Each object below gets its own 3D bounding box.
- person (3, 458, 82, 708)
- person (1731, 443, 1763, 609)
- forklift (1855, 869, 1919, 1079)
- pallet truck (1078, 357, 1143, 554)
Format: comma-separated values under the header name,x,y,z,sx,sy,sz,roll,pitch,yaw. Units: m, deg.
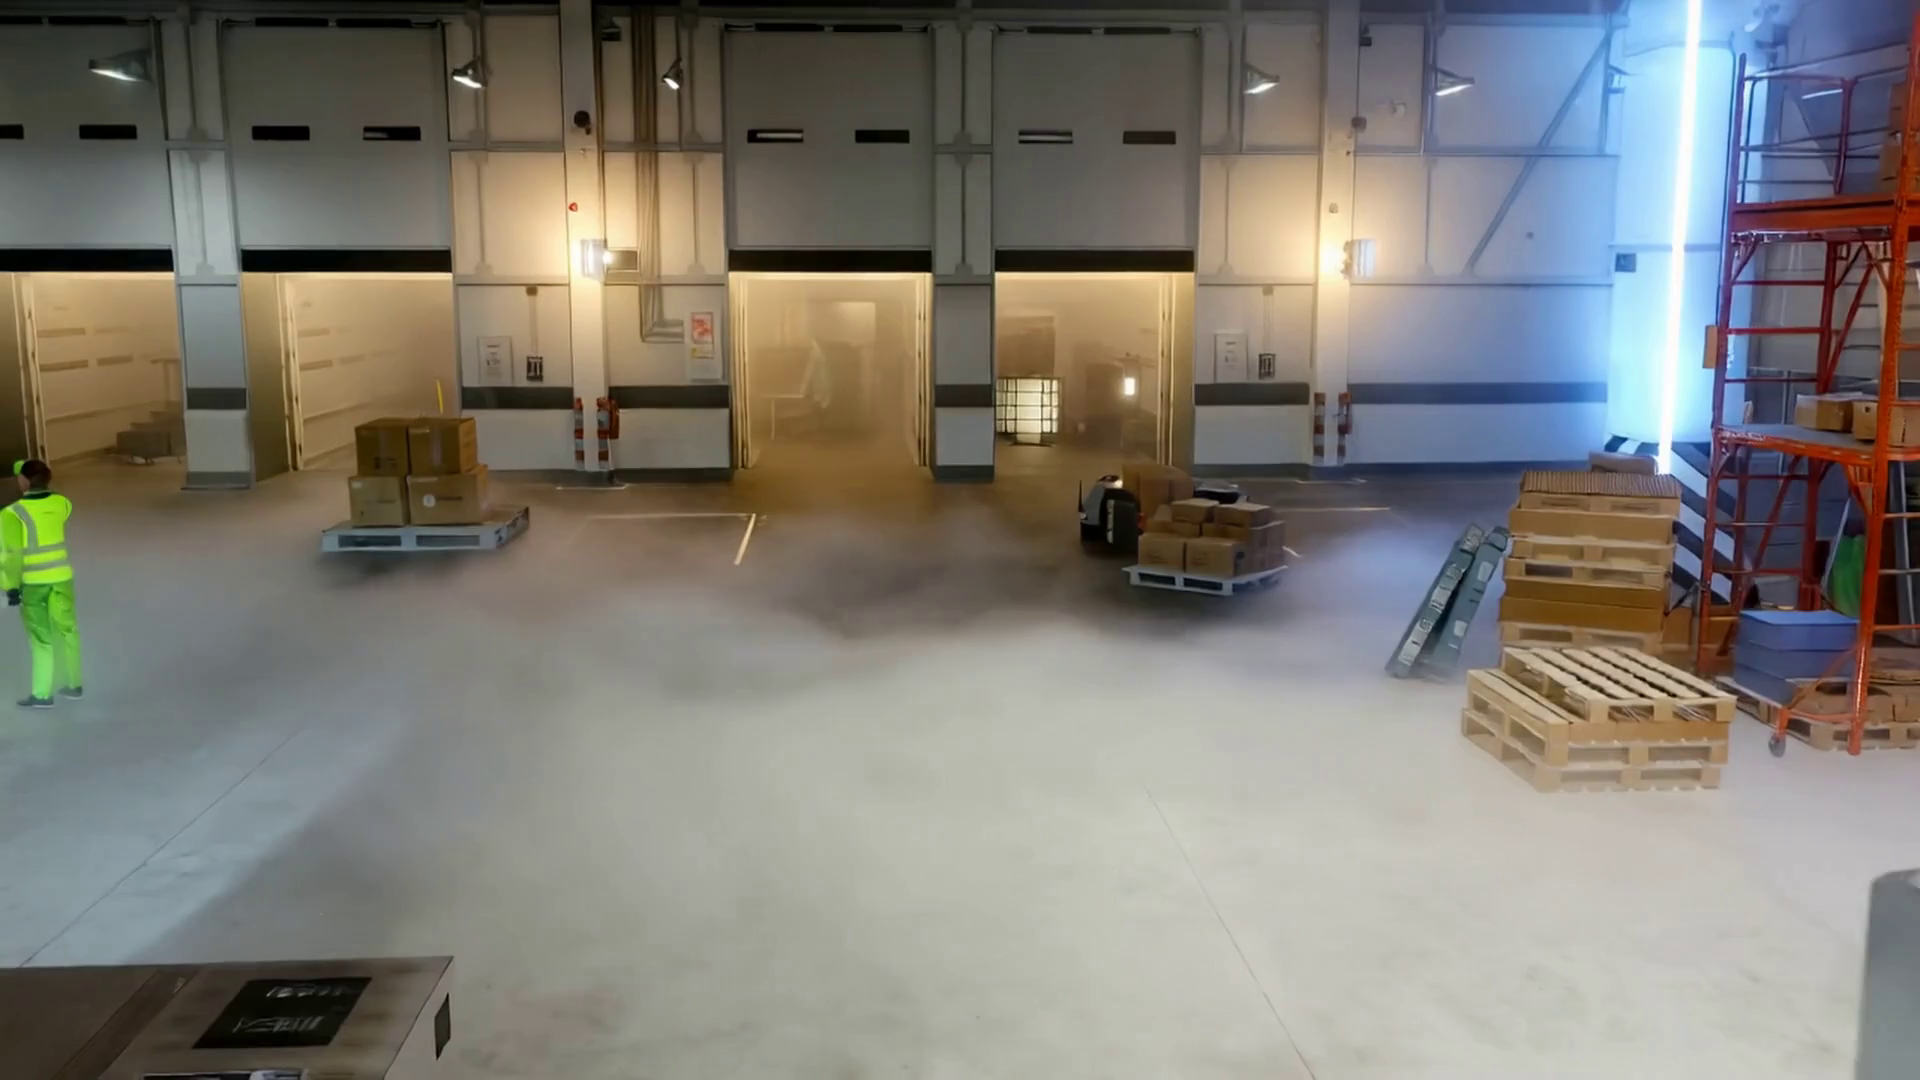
name,x,y,z,sx,sy,sz,roll,pitch,yaw
person,-5.992,0.280,10.875,0.307,1.641,0.514,3,10,18
person,6.500,-0.368,14.193,0.557,1.887,1.009,-3,10,-21
forklift,3.298,0.754,4.010,1.129,2.768,1.873,-2,9,-10
pallet truck,2.088,-0.836,16.757,1.885,1.965,0.823,2,9,13
